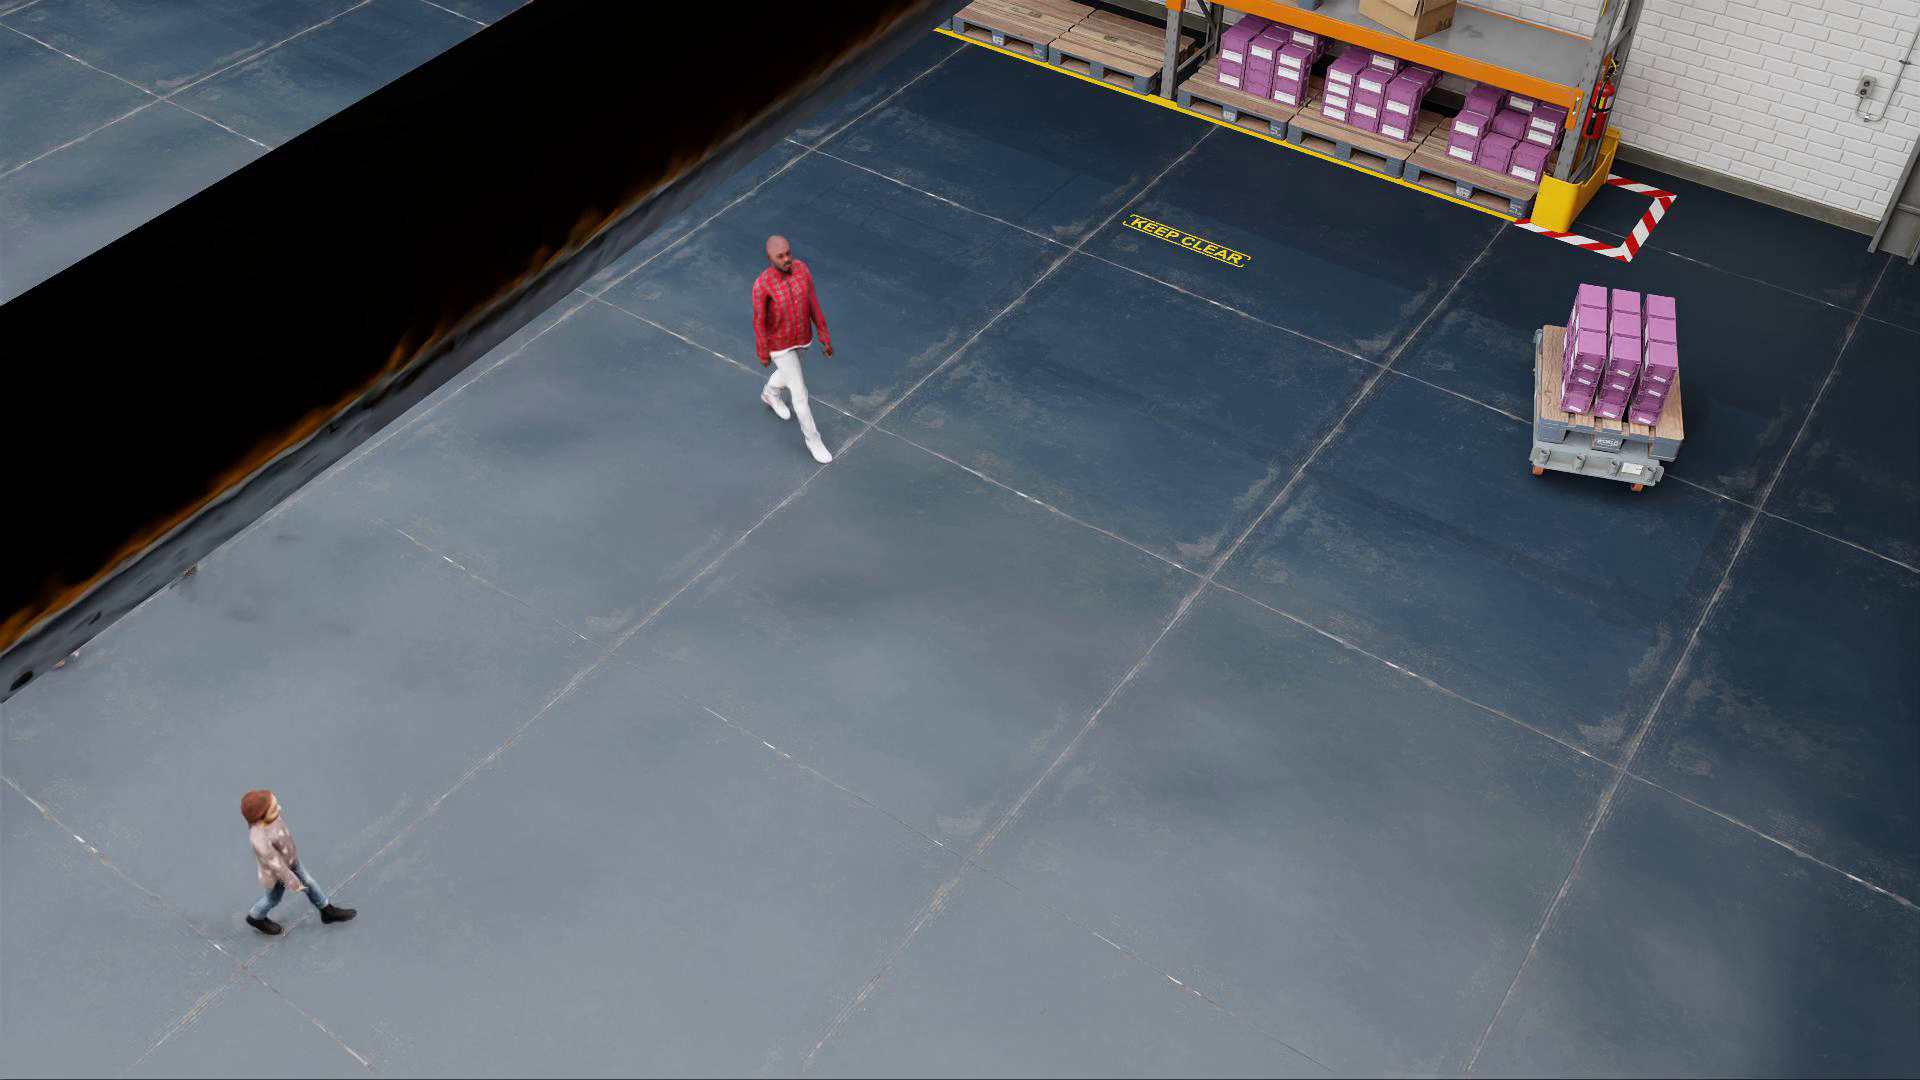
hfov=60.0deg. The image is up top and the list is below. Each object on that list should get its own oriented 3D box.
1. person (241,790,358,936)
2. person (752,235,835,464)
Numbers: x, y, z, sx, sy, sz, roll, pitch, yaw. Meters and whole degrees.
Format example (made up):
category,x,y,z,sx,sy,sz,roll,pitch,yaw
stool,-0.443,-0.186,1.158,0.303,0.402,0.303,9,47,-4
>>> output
category,x,y,z,sx,sy,sz,roll,pitch,yaw
person,-3.885,1.838,9.341,0.894,1.177,0.777,0,44,0
person,-1.325,-1.538,12.444,0.860,1.785,1.249,-31,52,-29
